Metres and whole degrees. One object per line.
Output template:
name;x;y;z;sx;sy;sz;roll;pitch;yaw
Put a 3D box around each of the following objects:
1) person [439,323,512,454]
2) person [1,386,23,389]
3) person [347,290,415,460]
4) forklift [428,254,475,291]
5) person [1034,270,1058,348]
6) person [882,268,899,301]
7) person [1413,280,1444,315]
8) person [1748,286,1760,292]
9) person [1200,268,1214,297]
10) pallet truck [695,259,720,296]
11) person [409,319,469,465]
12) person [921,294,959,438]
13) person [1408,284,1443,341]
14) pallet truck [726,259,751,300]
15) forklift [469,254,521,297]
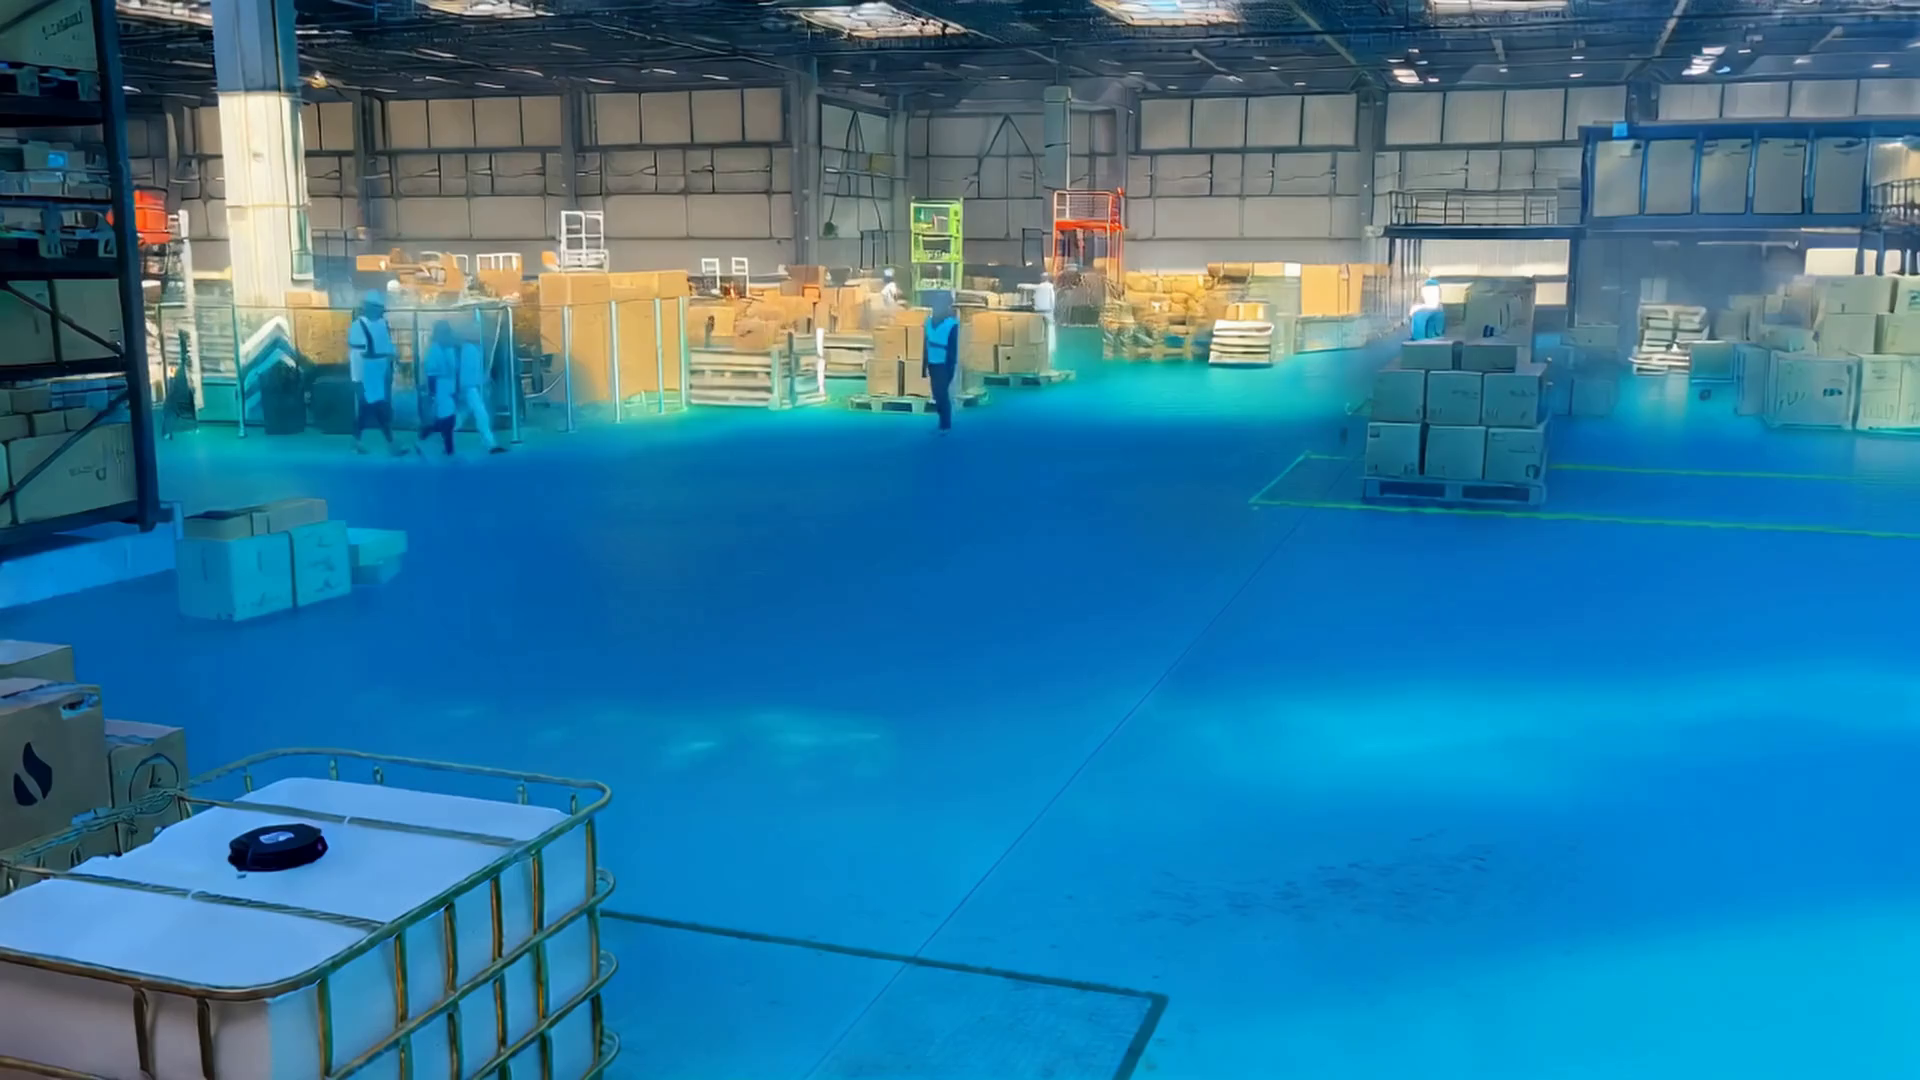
person;-5.865;-1.801;19.876;0.859;1.583;0.507;-1;10;-8
person;-12.184;-2.208;21.311;0.576;1.889;0.645;4;11;21
person;-6.873;-1.936;19.535;1.011;1.978;0.606;2;10;12
forklift;-20.133;-10.254;65.465;1.157;1.987;2.680;3;11;19
person;2.085;-5.564;40.201;0.562;1.885;0.968;4;11;22
person;-1.562;-5.118;37.396;0.393;1.990;0.616;-1;10;-5
person;7.954;-3.445;28.208;0.547;1.913;0.784;9;14;42
person;27.437;-8.519;57.559;0.494;1.624;0.280;5;11;28
person;8.239;-8.201;55.537;0.524;1.721;0.336;-5;11;-26
pallet truck;-9.165;-9.627;62.776;0.823;1.965;1.885;4;11;23
person;-5.968;-1.681;18.919;0.643;1.675;0.531;0;10;-1
person;-0.234;-2.274;21.733;0.450;1.874;0.671;-9;13;-41
person;6.439;-2.537;22.930;0.361;1.965;0.613;-5;11;-28
pallet truck;-7.986;-9.493;62.019;0.823;1.965;1.885;3;11;17
forklift;-17.990;-10.121;64.684;1.157;1.987;2.680;3;11;17
